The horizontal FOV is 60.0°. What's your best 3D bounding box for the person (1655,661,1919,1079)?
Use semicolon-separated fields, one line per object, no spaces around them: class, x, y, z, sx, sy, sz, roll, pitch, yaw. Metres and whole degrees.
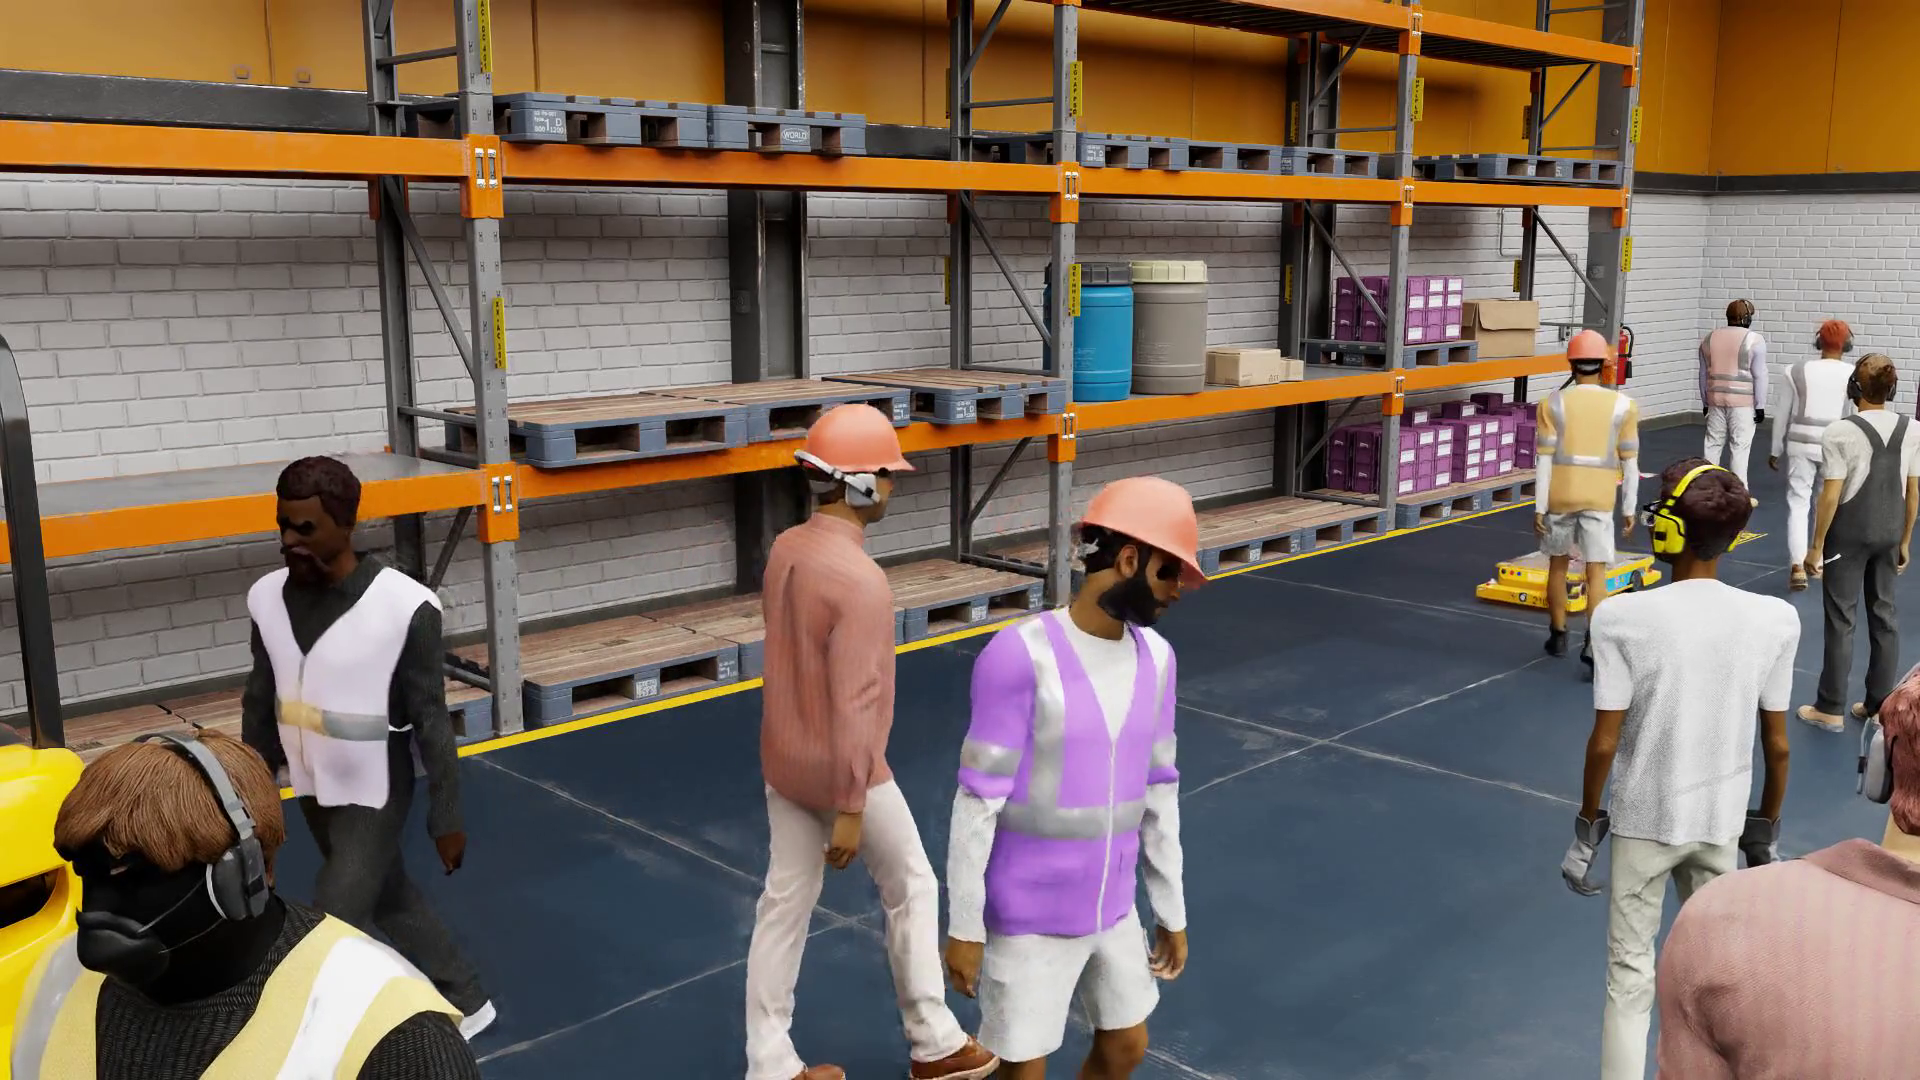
person;1.235;1.069;2.181;0.652;1.906;0.402;7;12;32

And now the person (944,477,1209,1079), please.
person;0.241;0.811;3.662;0.671;1.888;0.363;-7;13;-34

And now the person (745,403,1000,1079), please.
person;-0.244;0.602;4.603;0.892;1.956;0.612;-7;13;-34

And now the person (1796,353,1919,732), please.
person;4.368;0.019;8.070;0.507;1.847;0.344;-1;10;-3

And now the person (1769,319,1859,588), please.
person;5.893;-0.591;11.421;0.585;1.852;0.954;5;11;25

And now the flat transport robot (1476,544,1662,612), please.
flat transport robot;4.117;0.235;11.194;0.652;0.197;1.431;10;14;43

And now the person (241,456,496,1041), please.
person;-1.632;0.683;4.463;0.617;1.860;1.059;5;12;26

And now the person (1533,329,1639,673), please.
person;3.472;-0.210;9.240;0.562;1.896;0.817;3;11;15

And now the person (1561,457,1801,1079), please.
person;1.775;0.725;4.143;0.531;1.876;0.318;0;10;2

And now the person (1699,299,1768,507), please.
person;6.885;-1.213;14.805;0.429;1.844;0.627;-7;12;-33

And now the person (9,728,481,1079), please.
person;-0.897;1.122;2.069;0.634;1.841;0.429;3;11;16

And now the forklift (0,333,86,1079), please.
forklift;-3.289;0.485;4.582;1.214;2.155;2.313;-10;14;-44
